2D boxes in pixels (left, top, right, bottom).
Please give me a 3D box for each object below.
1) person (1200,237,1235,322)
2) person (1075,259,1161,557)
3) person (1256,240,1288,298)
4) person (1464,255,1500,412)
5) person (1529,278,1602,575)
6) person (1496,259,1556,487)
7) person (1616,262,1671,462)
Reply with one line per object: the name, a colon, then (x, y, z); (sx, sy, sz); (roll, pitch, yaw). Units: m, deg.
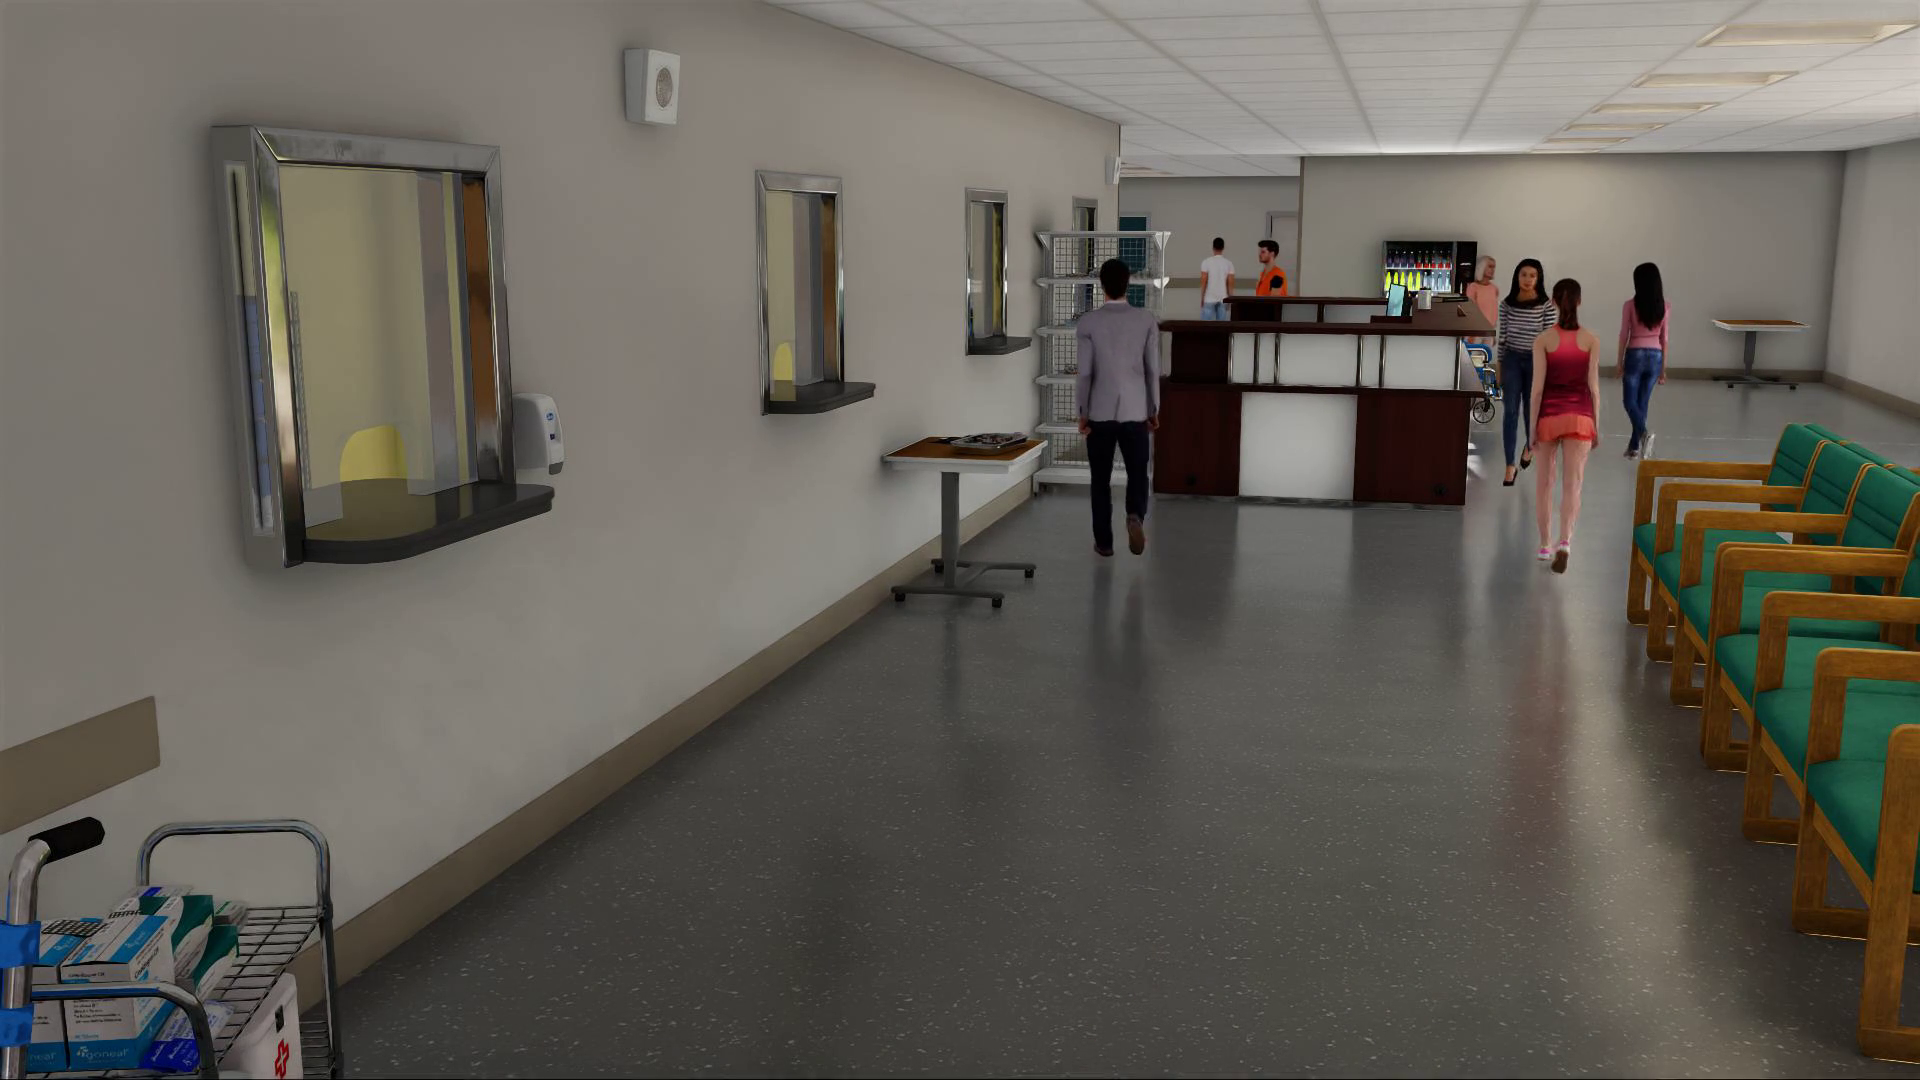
person: (3.952, -3.713, 25.620); (0.812, 1.848, 0.855); (0, 11, -2)
person: (0.974, -0.773, 10.156); (0.960, 1.838, 0.896); (0, 11, -1)
person: (3.624, -2.477, 19.032); (0.838, 1.875, 0.806); (-2, 11, -10)
person: (5.792, -2.305, 18.539); (0.665, 1.721, 0.731); (-6, 12, -28)
person: (3.553, -0.643, 9.785); (1.100, 1.719, 0.691); (4, 11, 20)
person: (4.463, -1.298, 13.122); (1.099, 1.746, 0.772); (5, 12, 24)
person: (5.889, -1.505, 14.323); (0.976, 1.722, 0.738); (1, 11, 6)
